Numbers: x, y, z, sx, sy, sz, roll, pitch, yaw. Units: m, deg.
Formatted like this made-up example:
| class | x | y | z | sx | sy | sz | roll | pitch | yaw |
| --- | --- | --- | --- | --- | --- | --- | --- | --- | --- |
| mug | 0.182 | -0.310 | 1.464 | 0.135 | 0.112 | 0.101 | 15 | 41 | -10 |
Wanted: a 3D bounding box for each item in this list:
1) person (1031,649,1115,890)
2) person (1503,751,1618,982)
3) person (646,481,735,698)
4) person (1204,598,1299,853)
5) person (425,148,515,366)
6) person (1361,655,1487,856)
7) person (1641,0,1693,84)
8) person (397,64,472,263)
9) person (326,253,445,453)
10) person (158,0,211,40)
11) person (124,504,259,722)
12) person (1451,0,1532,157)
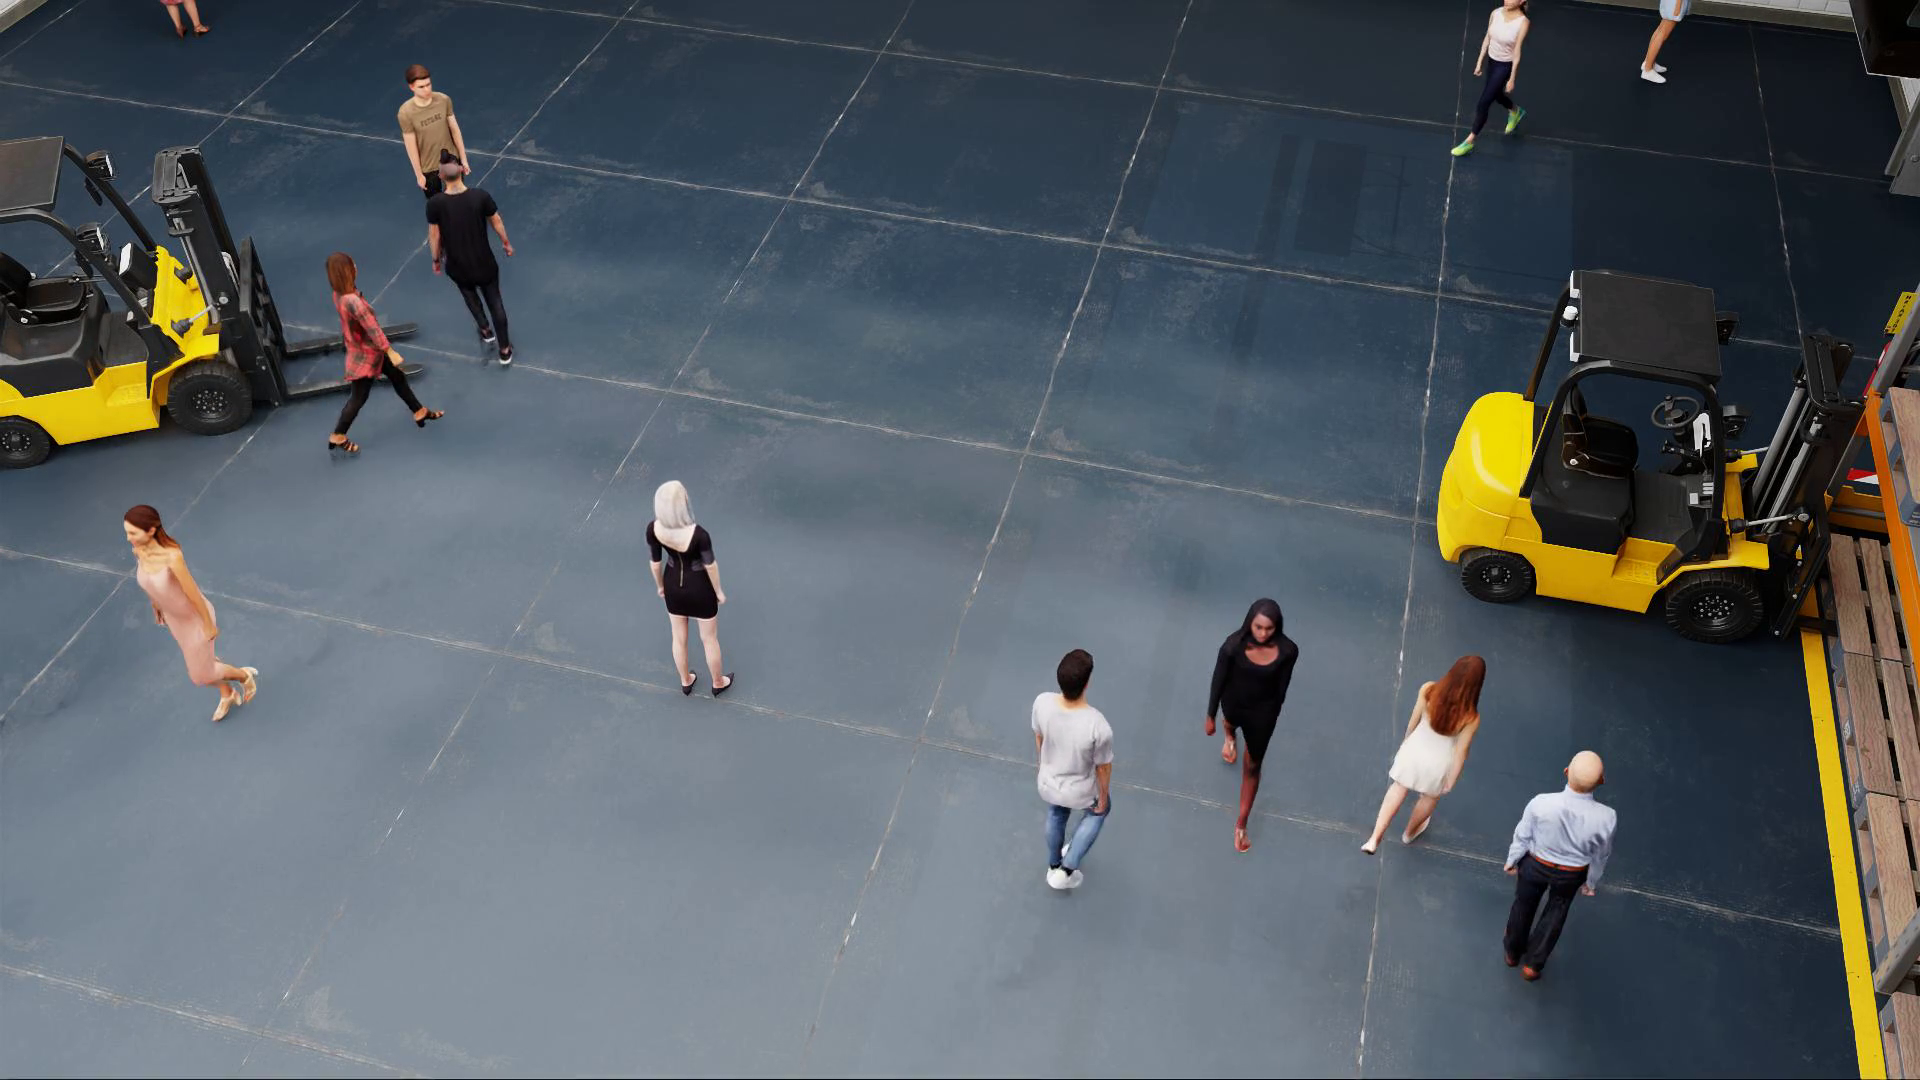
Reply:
| class | x | y | z | sx | sy | sz | roll | pitch | yaw |
| --- | --- | --- | --- | --- | --- | --- | --- | --- | --- |
| person | 0.587 | 1.403 | 9.458 | 0.783 | 1.871 | 0.813 | 25 | 49 | 24 |
| person | 3.221 | 1.852 | 9.054 | 0.675 | 1.779 | 0.769 | 13 | 45 | 13 |
| person | -1.733 | 0.324 | 10.621 | 0.605 | 1.829 | 0.517 | 7 | 44 | 7 |
| person | 1.737 | 0.948 | 10.082 | 0.770 | 1.669 | 1.246 | 4 | 44 | 4 |
| person | -3.900 | -2.219 | 13.283 | 1.017 | 1.839 | 1.058 | -11 | 45 | -11 |
| person | 2.701 | 1.320 | 9.676 | 0.824 | 1.691 | 0.997 | 31 | 52 | 29 |
| person | 7.251 | -5.507 | 16.815 | 0.669 | 1.729 | 0.496 | 15 | 46 | 16 |
| person | -4.511 | -3.256 | 14.364 | 0.694 | 1.851 | 0.801 | -32 | 52 | -29 |
| person | -4.551 | -1.346 | 12.505 | 1.181 | 1.649 | 1.118 | -22 | 48 | -21 |
| person | -8.344 | -6.099 | 17.460 | 0.656 | 1.696 | 0.657 | -1 | 44 | -1 |
| person | -4.802 | 0.441 | 10.506 | 0.687 | 1.819 | 0.747 | 21 | 47 | 21 |
| person | 5.184 | -4.484 | 15.780 | 1.144 | 1.675 | 1.109 | -20 | 47 | -20 |
